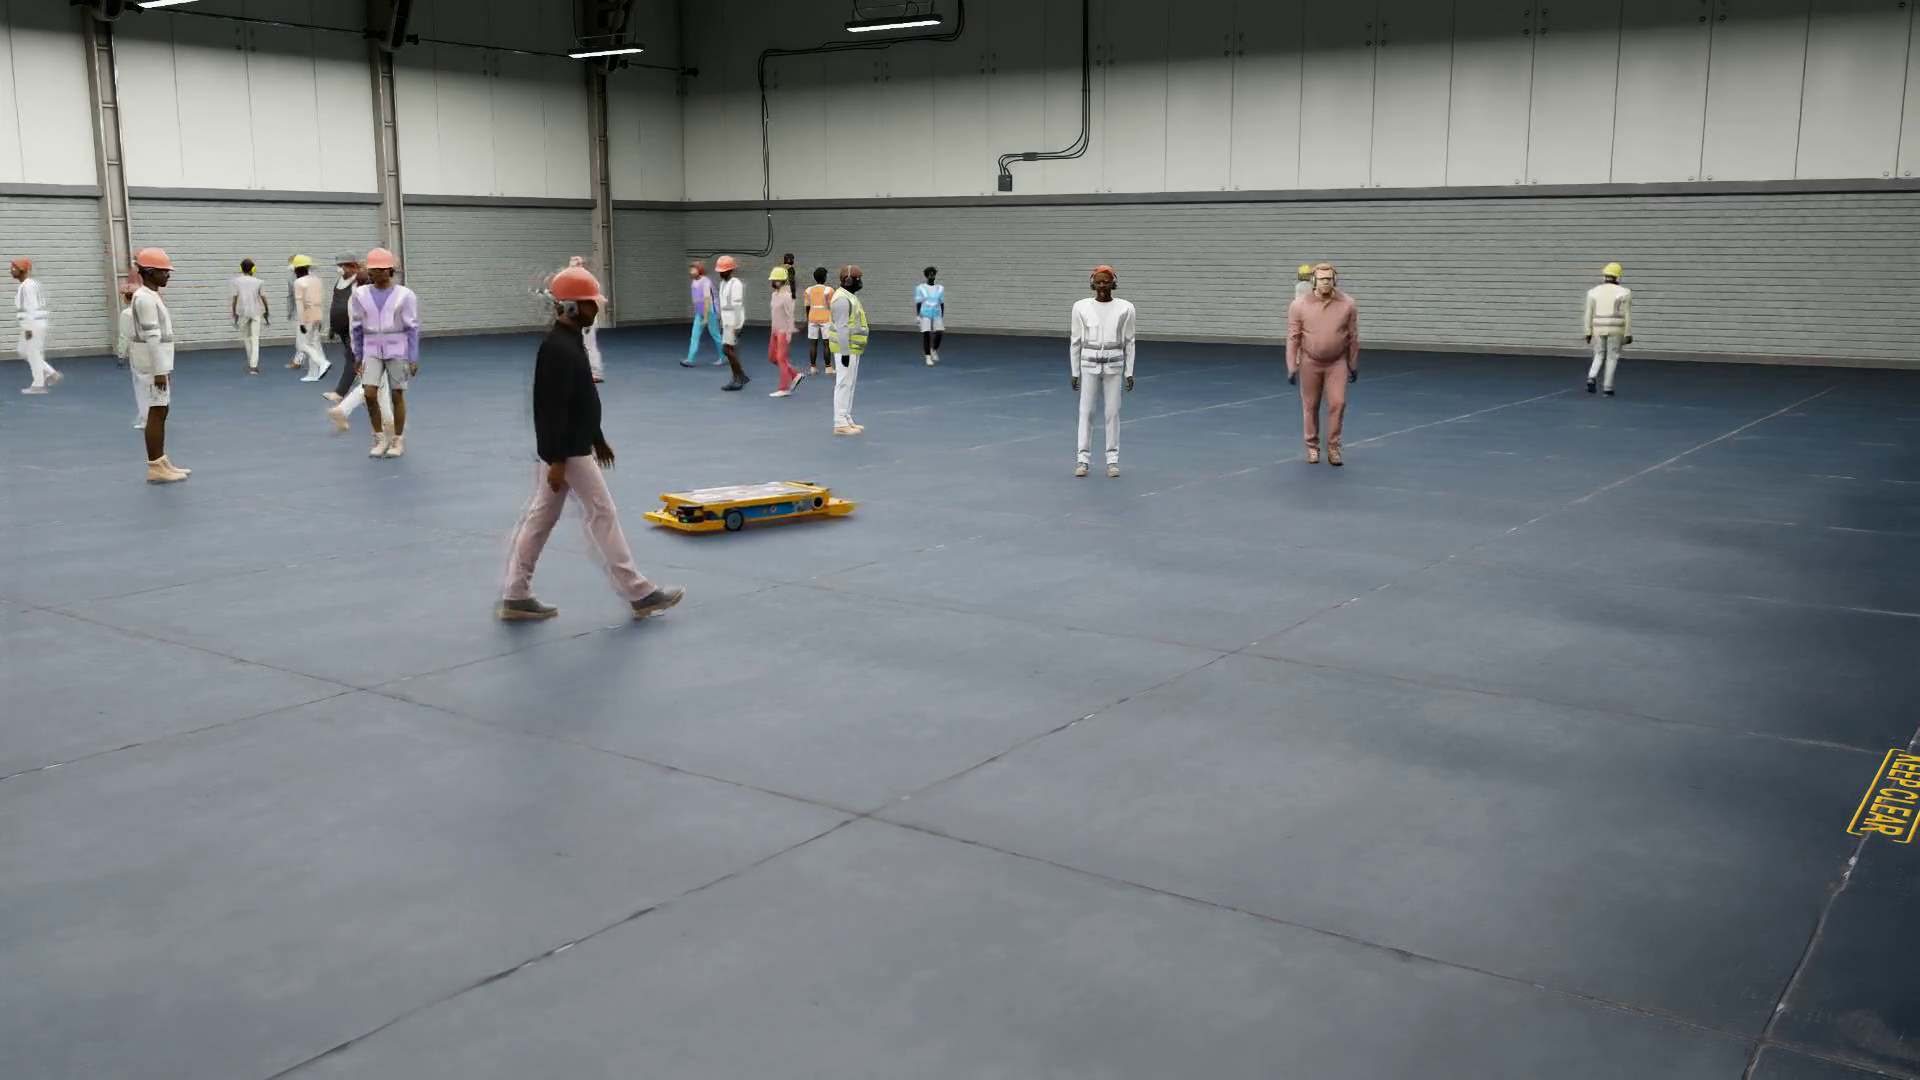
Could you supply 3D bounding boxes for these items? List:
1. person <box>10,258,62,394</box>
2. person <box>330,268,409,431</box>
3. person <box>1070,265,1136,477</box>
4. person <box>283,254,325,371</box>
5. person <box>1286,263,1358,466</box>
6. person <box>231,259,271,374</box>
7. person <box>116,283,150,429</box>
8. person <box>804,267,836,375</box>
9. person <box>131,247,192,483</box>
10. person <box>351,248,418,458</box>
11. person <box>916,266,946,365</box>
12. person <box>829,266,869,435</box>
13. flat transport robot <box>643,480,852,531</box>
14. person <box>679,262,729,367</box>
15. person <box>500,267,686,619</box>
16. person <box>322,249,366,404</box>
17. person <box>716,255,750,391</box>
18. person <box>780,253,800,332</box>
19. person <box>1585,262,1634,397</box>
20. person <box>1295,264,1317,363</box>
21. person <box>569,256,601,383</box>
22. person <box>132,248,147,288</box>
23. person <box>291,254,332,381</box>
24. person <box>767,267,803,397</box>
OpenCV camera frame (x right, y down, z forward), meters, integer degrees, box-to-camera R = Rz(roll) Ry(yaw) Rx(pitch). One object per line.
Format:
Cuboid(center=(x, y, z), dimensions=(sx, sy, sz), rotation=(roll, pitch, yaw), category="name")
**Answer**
Cuboid(center=(-12.831, -2.951, 23.006), dimensions=(0.455, 1.874, 0.591), rotation=(-7, 13, -36), category="person")
Cuboid(center=(-6.549, -2.080, 18.293), dimensions=(0.812, 1.816, 0.634), rotation=(-7, 12, -34), category="person")
Cuboid(center=(1.271, -1.500, 14.835), dimensions=(0.574, 1.882, 0.358), rotation=(1, 10, 4), category="person")
Cuboid(center=(-10.784, -3.705, 27.149), dimensions=(0.633, 1.890, 0.948), rotation=(7, 13, 36), category="person")
Cuboid(center=(3.378, -1.619, 15.491), dimensions=(0.681, 1.877, 0.791), rotation=(1, 10, 6), category="person")
Cuboid(center=(-11.409, -3.598, 26.794), dimensions=(0.544, 1.817, 0.965), rotation=(-2, 10, -13), category="person")
Cuboid(center=(-9.256, -2.046, 18.577), dimensions=(0.519, 1.622, 0.547), rotation=(1, 10, 5), category="person")
Cuboid(center=(-2.199, -3.457, 26.319), dimensions=(0.535, 1.697, 0.318), rotation=(4, 11, 21), category="person")
Cuboid(center=(-6.972, -1.516, 14.495), dimensions=(0.399, 2.039, 0.612), rotation=(-4, 11, -21), category="person")
Cuboid(center=(-5.527, -1.771, 15.947), dimensions=(0.647, 2.022, 0.643), rotation=(-1, 10, -4), category="person")
Cuboid(center=(-0.498, -3.813, 28.347), dimensions=(0.540, 1.683, 0.362), rotation=(-3, 11, -16), category="person")
Cuboid(center=(-1.206, -2.062, 18.139), dimensions=(0.431, 1.837, 0.629), rotation=(1, 10, 5), category="person")
Cuboid(center=(-1.579, -0.267, 12.444), dimensions=(1.431, 0.197, 0.652), rotation=(-8, 13, -38), category="flat transport robot")
Cuboid(center=(-4.301, -3.785, 27.992), dimensions=(1.001, 1.771, 0.564), rotation=(-9, 14, -42), category="person")
Cuboid(center=(-2.087, -0.514, 9.152), dimensions=(1.021, 1.941, 0.622), rotation=(-3, 10, -15), category="person")
Cuboid(center=(-7.940, -2.757, 21.432), dimensions=(0.709, 2.000, 0.961), rotation=(8, 13, 39), category="person")
Cuboid(center=(-3.251, -3.038, 23.390), dimensions=(0.411, 1.903, 0.567), rotation=(-6, 12, -30), category="person")
Cuboid(center=(-4.005, -5.797, 39.019), dimensions=(0.429, 1.844, 0.623), rotation=(-6, 12, -32), category="person")
Cuboid(center=(8.792, -2.836, 22.499), dimensions=(0.423, 1.818, 0.596), rotation=(-10, 14, -44), category="person")
Cuboid(center=(5.995, -3.880, 28.641), dimensions=(0.489, 1.722, 0.716), rotation=(-6, 12, -29), category="person")
Cuboid(center=(-5.679, -3.215, 24.468), dimensions=(0.685, 1.871, 0.897), rotation=(8, 13, 37), category="person")
Cuboid(center=(-14.961, -4.352, 30.528), dimensions=(0.639, 1.982, 0.568), rotation=(6, 12, 32), category="person")
Cuboid(center=(-9.720, -3.312, 24.916), dimensions=(0.519, 1.912, 0.590), rotation=(2, 10, 13), category="person")
Cuboid(center=(-2.383, -2.817, 22.556), dimensions=(0.462, 1.753, 0.536), rotation=(-6, 12, -29), category="person")
